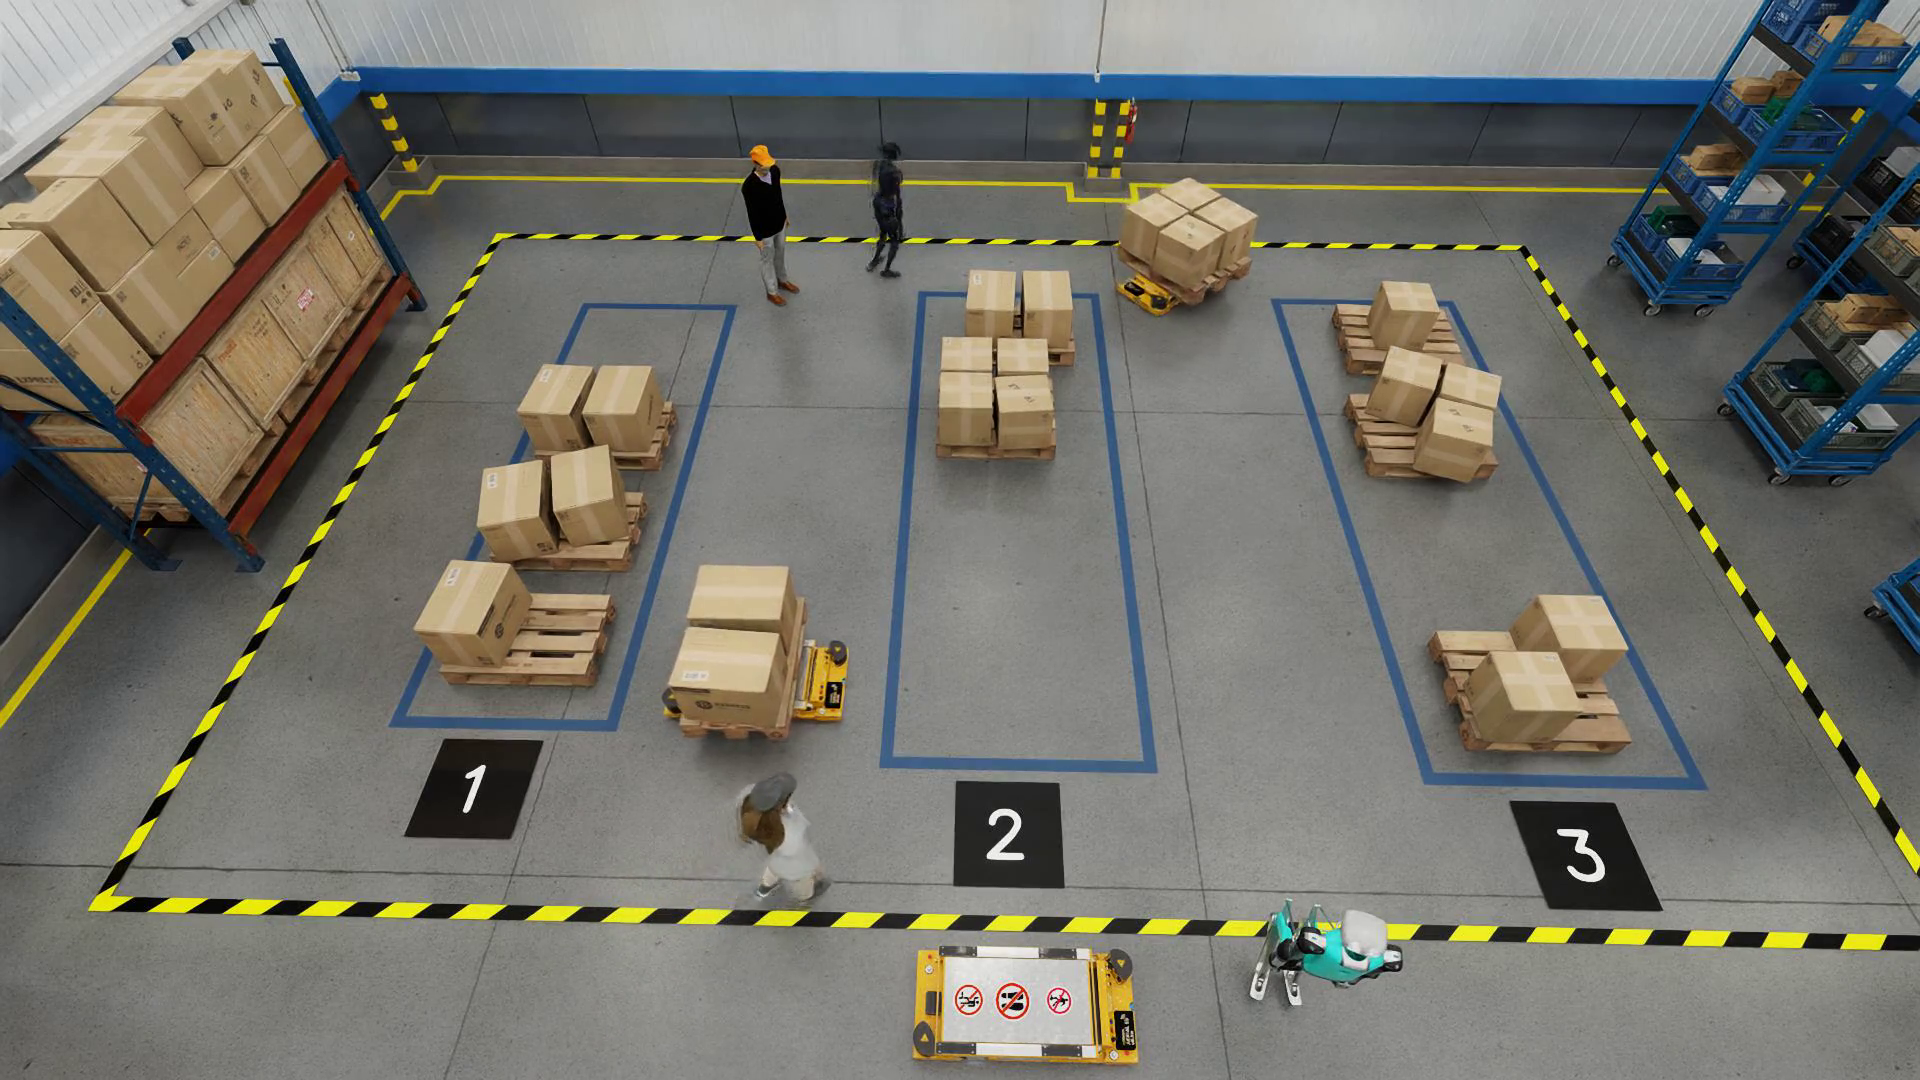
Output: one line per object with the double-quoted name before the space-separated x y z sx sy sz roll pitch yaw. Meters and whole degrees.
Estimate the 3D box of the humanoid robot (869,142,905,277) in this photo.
"humanoid robot" -0.896 -3.837 10.718 0.522 1.629 0.588 -22 54 -17

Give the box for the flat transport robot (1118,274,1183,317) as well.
"flat transport robot" 2.655 -3.207 11.082 1.431 0.197 0.652 -32 58 -24

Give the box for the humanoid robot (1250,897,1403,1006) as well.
"humanoid robot" 2.140 2.375 5.517 0.533 1.675 0.735 9 51 8

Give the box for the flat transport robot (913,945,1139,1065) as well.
"flat transport robot" 0.422 3.041 6.007 1.431 0.231 0.659 1 51 1

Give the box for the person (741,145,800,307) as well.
"person" -2.125 -3.542 10.332 0.380 1.881 0.589 23 54 18

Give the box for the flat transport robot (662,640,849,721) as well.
"flat transport robot" -1.662 1.138 7.540 1.431 0.197 0.652 1 51 1

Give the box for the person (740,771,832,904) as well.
"person" -1.118 1.977 5.910 0.420 1.756 0.574 -32 58 -24
